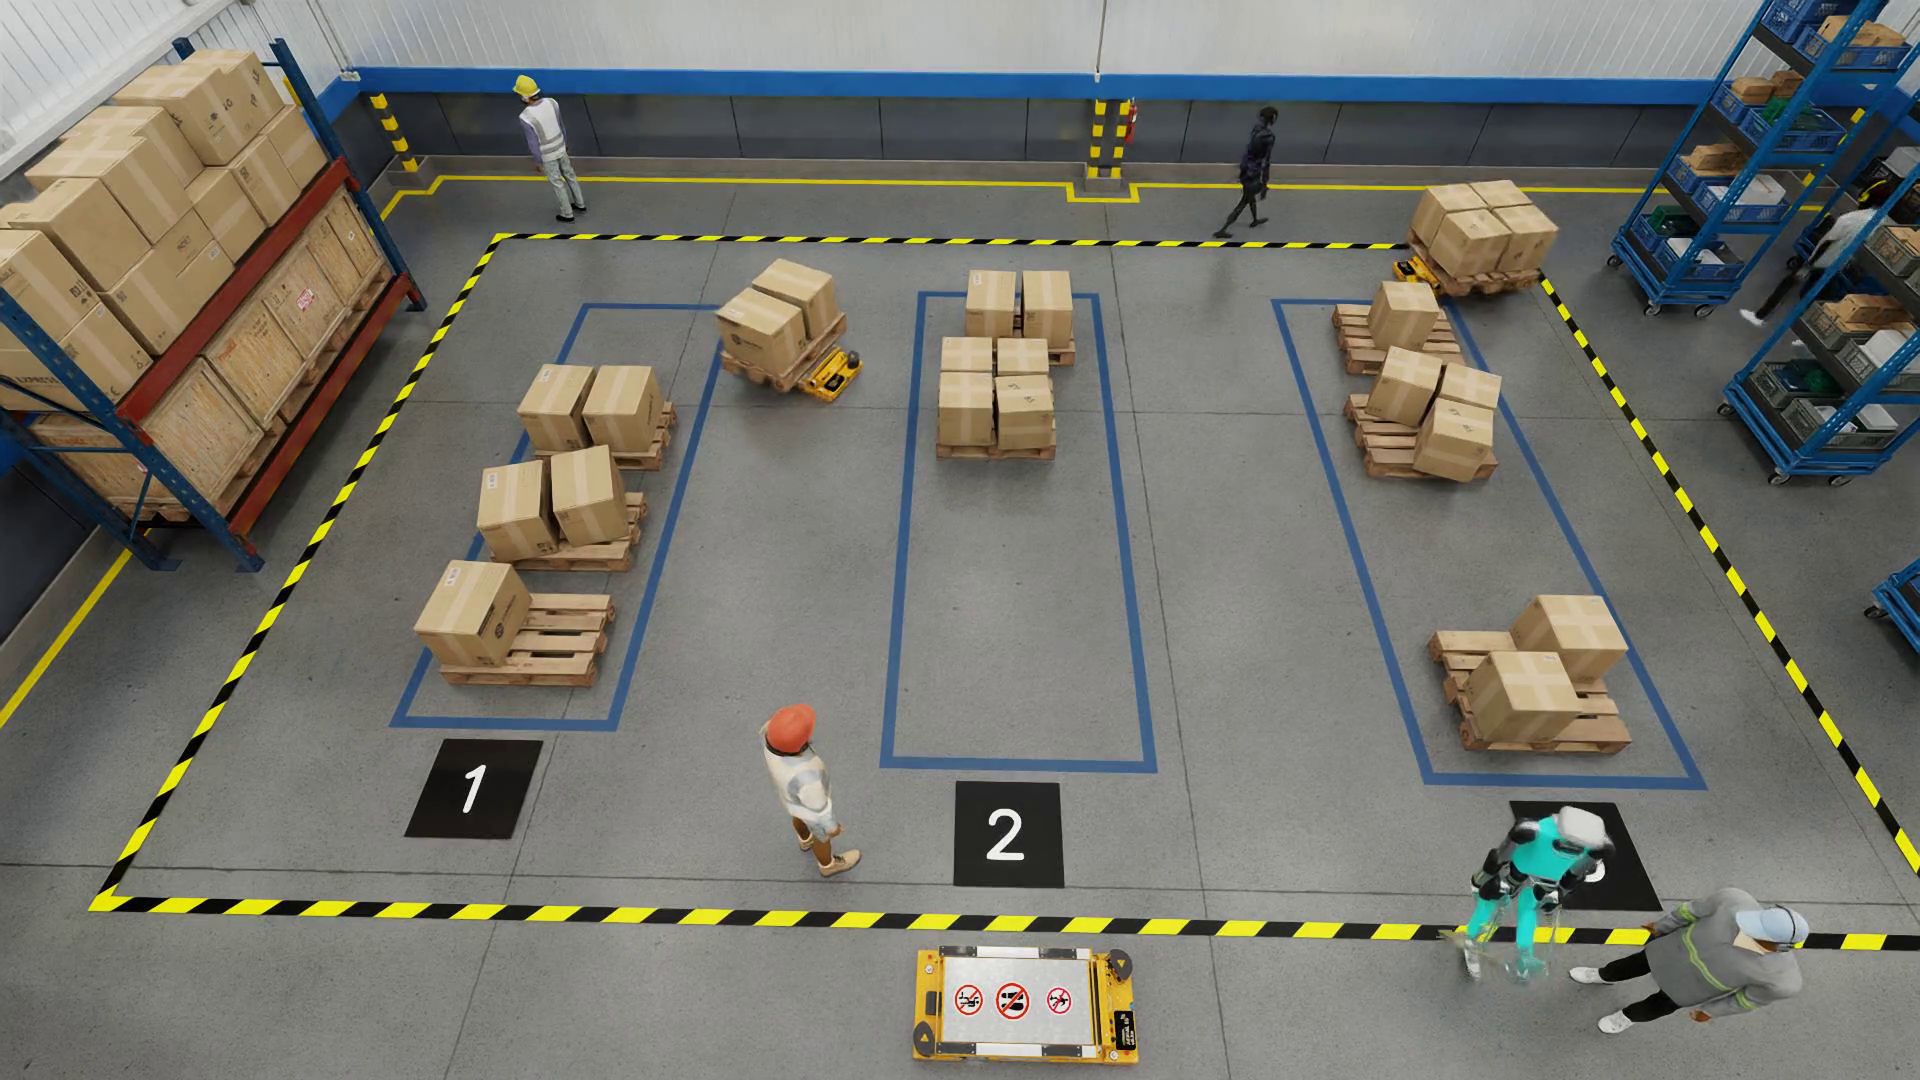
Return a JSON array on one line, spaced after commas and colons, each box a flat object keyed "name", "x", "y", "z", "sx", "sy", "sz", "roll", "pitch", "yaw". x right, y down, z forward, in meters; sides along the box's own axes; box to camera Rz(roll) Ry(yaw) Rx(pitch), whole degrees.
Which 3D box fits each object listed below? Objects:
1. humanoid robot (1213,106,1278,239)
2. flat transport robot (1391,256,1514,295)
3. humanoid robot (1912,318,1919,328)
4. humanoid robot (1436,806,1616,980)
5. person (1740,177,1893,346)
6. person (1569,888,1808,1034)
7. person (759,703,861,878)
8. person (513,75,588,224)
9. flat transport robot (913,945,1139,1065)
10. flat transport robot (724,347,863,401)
[{"name": "humanoid robot", "x": 3.642, "y": -4.507, "z": 11.276, "sx": 0.785, "sy": 1.623, "sz": 0.600, "roll": -8, "pitch": 51, "yaw": -6}, {"name": "flat transport robot", "x": 6.086, "y": -3.269, "z": 11.132, "sx": 1.431, "sy": 0.197, "sz": 0.652, "roll": -7, "pitch": 51, "yaw": -6}, {"name": "humanoid robot", "x": 10.340, "y": -2.618, "z": 9.719, "sx": 0.524, "sy": 1.632, "sz": 0.615, "roll": 30, "pitch": 57, "yaw": 22}, {"name": "humanoid robot", "x": 3.444, "y": 2.340, "z": 5.658, "sx": 0.539, "sy": 1.817, "sz": 0.752, "roll": 10, "pitch": 51, "yaw": 8}, {"name": "person", "x": 9.366, "y": -2.961, "z": 9.889, "sx": 0.520, "sy": 1.844, "sz": 0.791, "roll": -7, "pitch": 51, "yaw": -6}, {"name": "person", "x": 4.304, "y": 2.516, "z": 5.416, "sx": 0.396, "sy": 1.848, "sz": 0.587, "roll": -6, "pitch": 51, "yaw": -5}, {"name": "person", "x": -0.983, "y": 1.652, "z": 5.992, "sx": 0.356, "sy": 2.047, "sz": 0.613, "roll": -32, "pitch": 58, "yaw": -23}, {"name": "person", "x": -5.120, "y": -4.858, "z": 11.433, "sx": 0.404, "sy": 1.837, "sz": 0.591, "roll": 20, "pitch": 53, "yaw": 15}, {"name": "flat transport robot", "x": 0.422, "y": 3.041, "z": 6.007, "sx": 1.431, "sy": 0.231, "sz": 0.659, "roll": 1, "pitch": 51, "yaw": 1}, {"name": "flat transport robot", "x": -1.851, "y": -2.013, "z": 10.109, "sx": 1.431, "sy": 0.197, "sz": 0.652, "roll": 22, "pitch": 54, "yaw": 17}]
